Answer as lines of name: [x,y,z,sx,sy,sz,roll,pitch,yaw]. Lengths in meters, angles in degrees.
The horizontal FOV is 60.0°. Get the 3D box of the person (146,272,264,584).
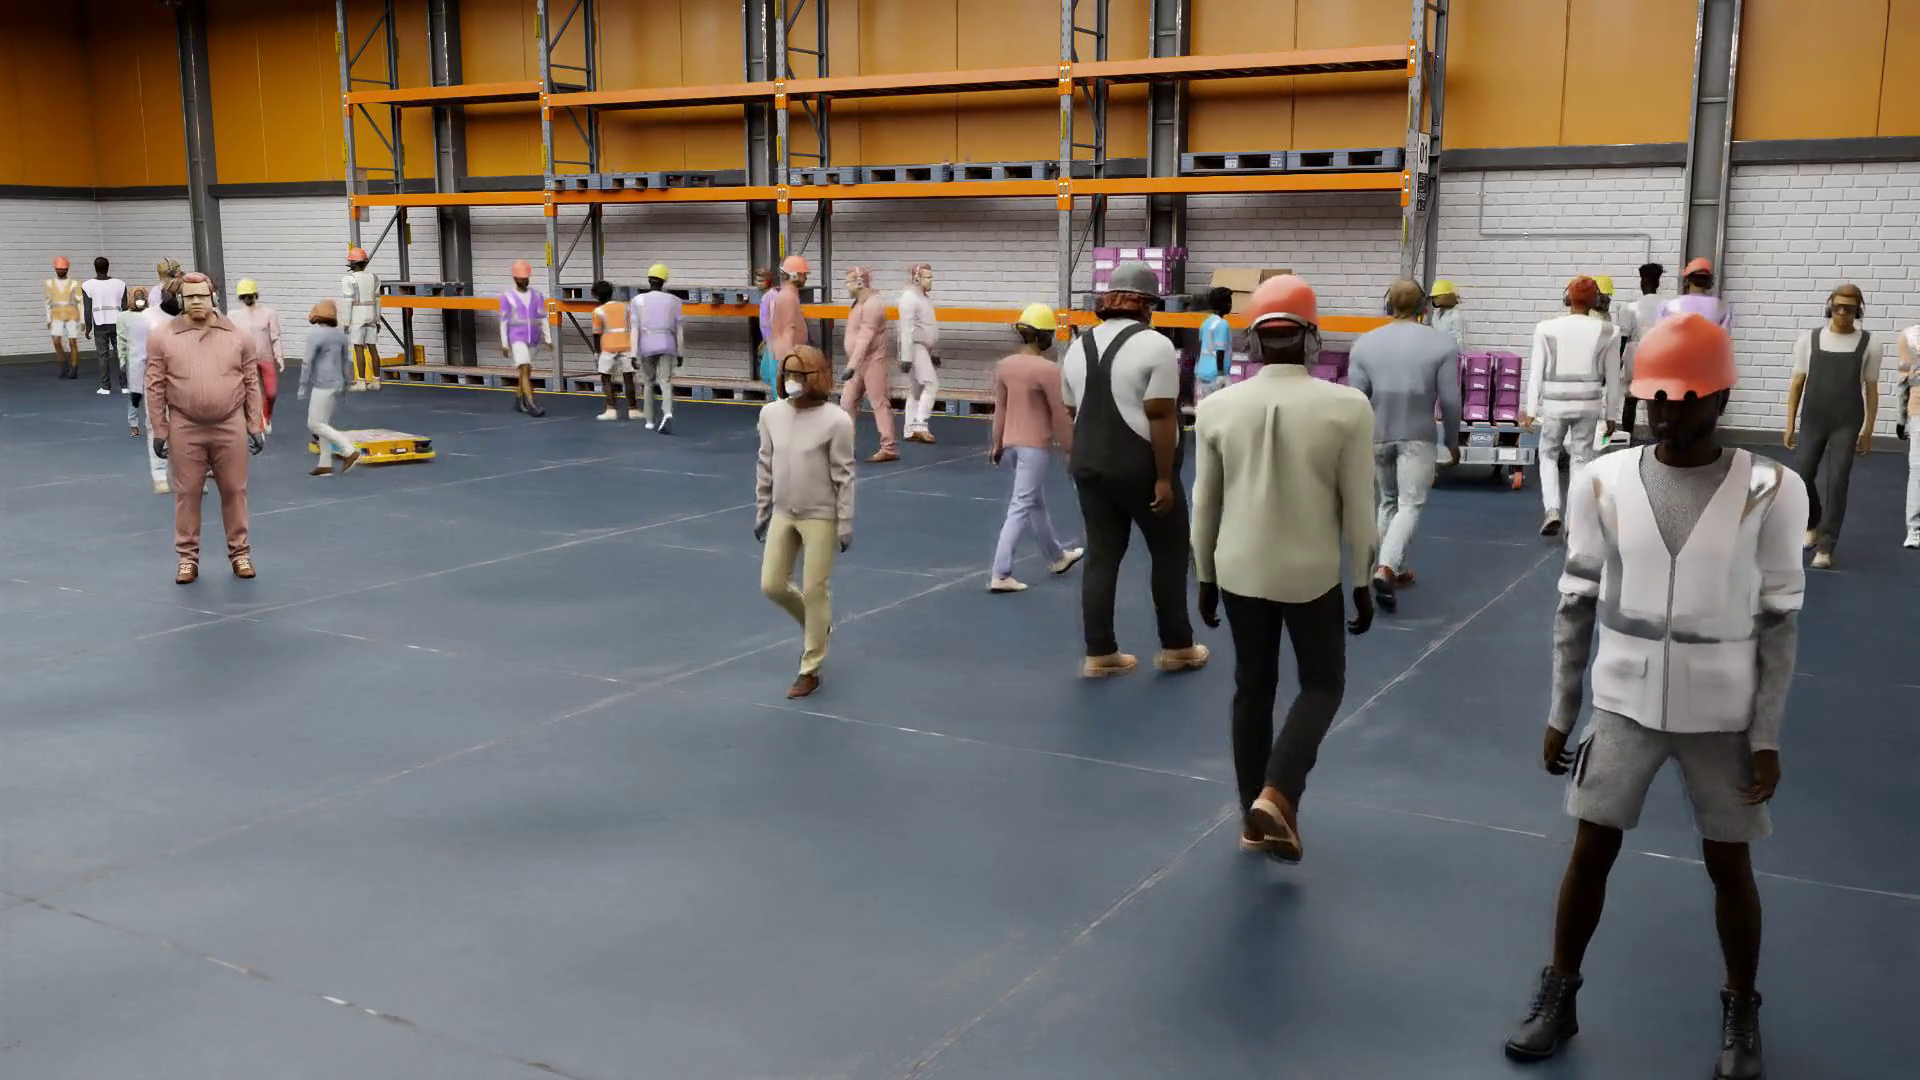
person: [-4.646,-0.688,10.270,0.652,1.906,0.403,-5,11,-28]

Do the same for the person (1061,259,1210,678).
person: [0.869,-0.368,8.076,0.811,2.000,0.701,-10,14,-43]

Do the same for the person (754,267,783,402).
person: [-2.229,-2.343,19.895,0.453,1.814,0.587,-2,10,-13]

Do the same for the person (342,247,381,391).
person: [-8.571,-3.152,23.824,0.361,2.047,0.614,6,12,32]

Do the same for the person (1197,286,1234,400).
person: [2.472,-1.580,15.927,0.371,1.682,0.553,-1,10,-7]

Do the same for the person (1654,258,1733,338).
person: [6.344,-1.447,14.438,0.661,1.984,1.067,2,10,11]

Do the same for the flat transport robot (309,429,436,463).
flat transport robot: [-5.766,-0.930,16.270,0.652,0.197,1.431,-9,14,-43]

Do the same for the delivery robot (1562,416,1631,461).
delivery robot: [5.724,-0.905,15.060,0.477,0.478,0.707,-3,11,-19]

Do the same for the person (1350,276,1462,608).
person: [2.545,-0.576,9.684,0.637,1.906,0.964,7,12,34]

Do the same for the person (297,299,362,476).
person: [-5.661,-1.359,14.923,0.499,1.600,0.537,1,10,8]

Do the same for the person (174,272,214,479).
person: [-6.733,-1.434,14.670,0.651,1.839,0.576,-1,10,-7]

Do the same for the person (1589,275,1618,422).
person: [5.986,-1.648,16.020,0.605,1.802,0.744,-10,14,-43]

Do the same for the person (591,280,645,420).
person: [-4.071,-2.266,19.897,0.661,1.669,0.321,-6,12,-33]

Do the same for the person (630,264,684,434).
person: [-3.361,-2.132,18.538,0.595,1.885,0.920,-3,10,-17]

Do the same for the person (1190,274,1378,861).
person: [1.050,0.117,5.517,0.631,1.973,0.571,5,11,26]

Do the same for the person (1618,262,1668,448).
person: [6.658,-1.716,16.081,0.669,1.921,0.928,1,10,6]

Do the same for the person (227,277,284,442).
person: [-7.507,-1.927,17.743,0.532,1.739,0.623,-5,11,-25]

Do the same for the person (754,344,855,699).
person: [-0.706,-0.096,7.701,0.515,1.620,0.435,5,11,26]

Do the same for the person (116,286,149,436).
person: [-8.976,-1.966,18.275,0.497,1.634,0.278,-7,12,-36]

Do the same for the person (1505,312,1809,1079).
person: [1.743,0.399,4.100,0.564,1.928,0.410,6,12,32]

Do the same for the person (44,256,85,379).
person: [-13.930,-3.455,25.896,0.567,1.916,0.593,-3,10,-16]

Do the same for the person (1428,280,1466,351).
person: [4.947,-1.782,16.962,0.403,1.723,0.512,-3,10,-15]

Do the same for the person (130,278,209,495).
person: [-6.536,-1.264,13.833,0.779,1.791,0.725,8,13,39]

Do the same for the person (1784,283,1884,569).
person: [5.641,-0.740,10.770,0.528,1.835,0.510,7,12,33]

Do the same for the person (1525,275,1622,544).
person: [4.257,-0.897,11.553,0.609,1.868,0.417,4,11,19]

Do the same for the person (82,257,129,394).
person: [-11.988,-3.011,23.387,0.586,1.920,0.388,-8,13,-40]

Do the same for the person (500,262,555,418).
person: [-5.332,-2.444,20.340,0.586,1.886,1.002,-8,13,-39]

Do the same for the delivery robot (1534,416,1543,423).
delivery robot: [5.671,-1.033,15.785,0.477,0.478,0.707,-1,10,-4]

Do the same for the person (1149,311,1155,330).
person: [1.751,-1.782,16.714,0.458,1.825,0.638,5,11,27]

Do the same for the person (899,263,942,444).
person: [-0.357,-1.948,17.475,0.584,1.889,0.647,2,10,10]

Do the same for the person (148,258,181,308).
person: [-8.467,-2.055,17.923,0.631,1.940,0.372,8,13,38]

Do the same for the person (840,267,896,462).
person: [-0.997,-1.654,15.846,0.860,1.865,0.631,-4,11,-21]

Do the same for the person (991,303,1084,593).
person: [0.487,-0.562,10.088,0.903,1.720,0.548,-7,12,-36]

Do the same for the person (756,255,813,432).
person: [-1.722,-1.865,16.715,0.529,1.979,0.626,-1,10,-4]

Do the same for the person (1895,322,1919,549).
person: [6.844,-0.918,11.609,0.588,1.896,0.900,6,12,32]
